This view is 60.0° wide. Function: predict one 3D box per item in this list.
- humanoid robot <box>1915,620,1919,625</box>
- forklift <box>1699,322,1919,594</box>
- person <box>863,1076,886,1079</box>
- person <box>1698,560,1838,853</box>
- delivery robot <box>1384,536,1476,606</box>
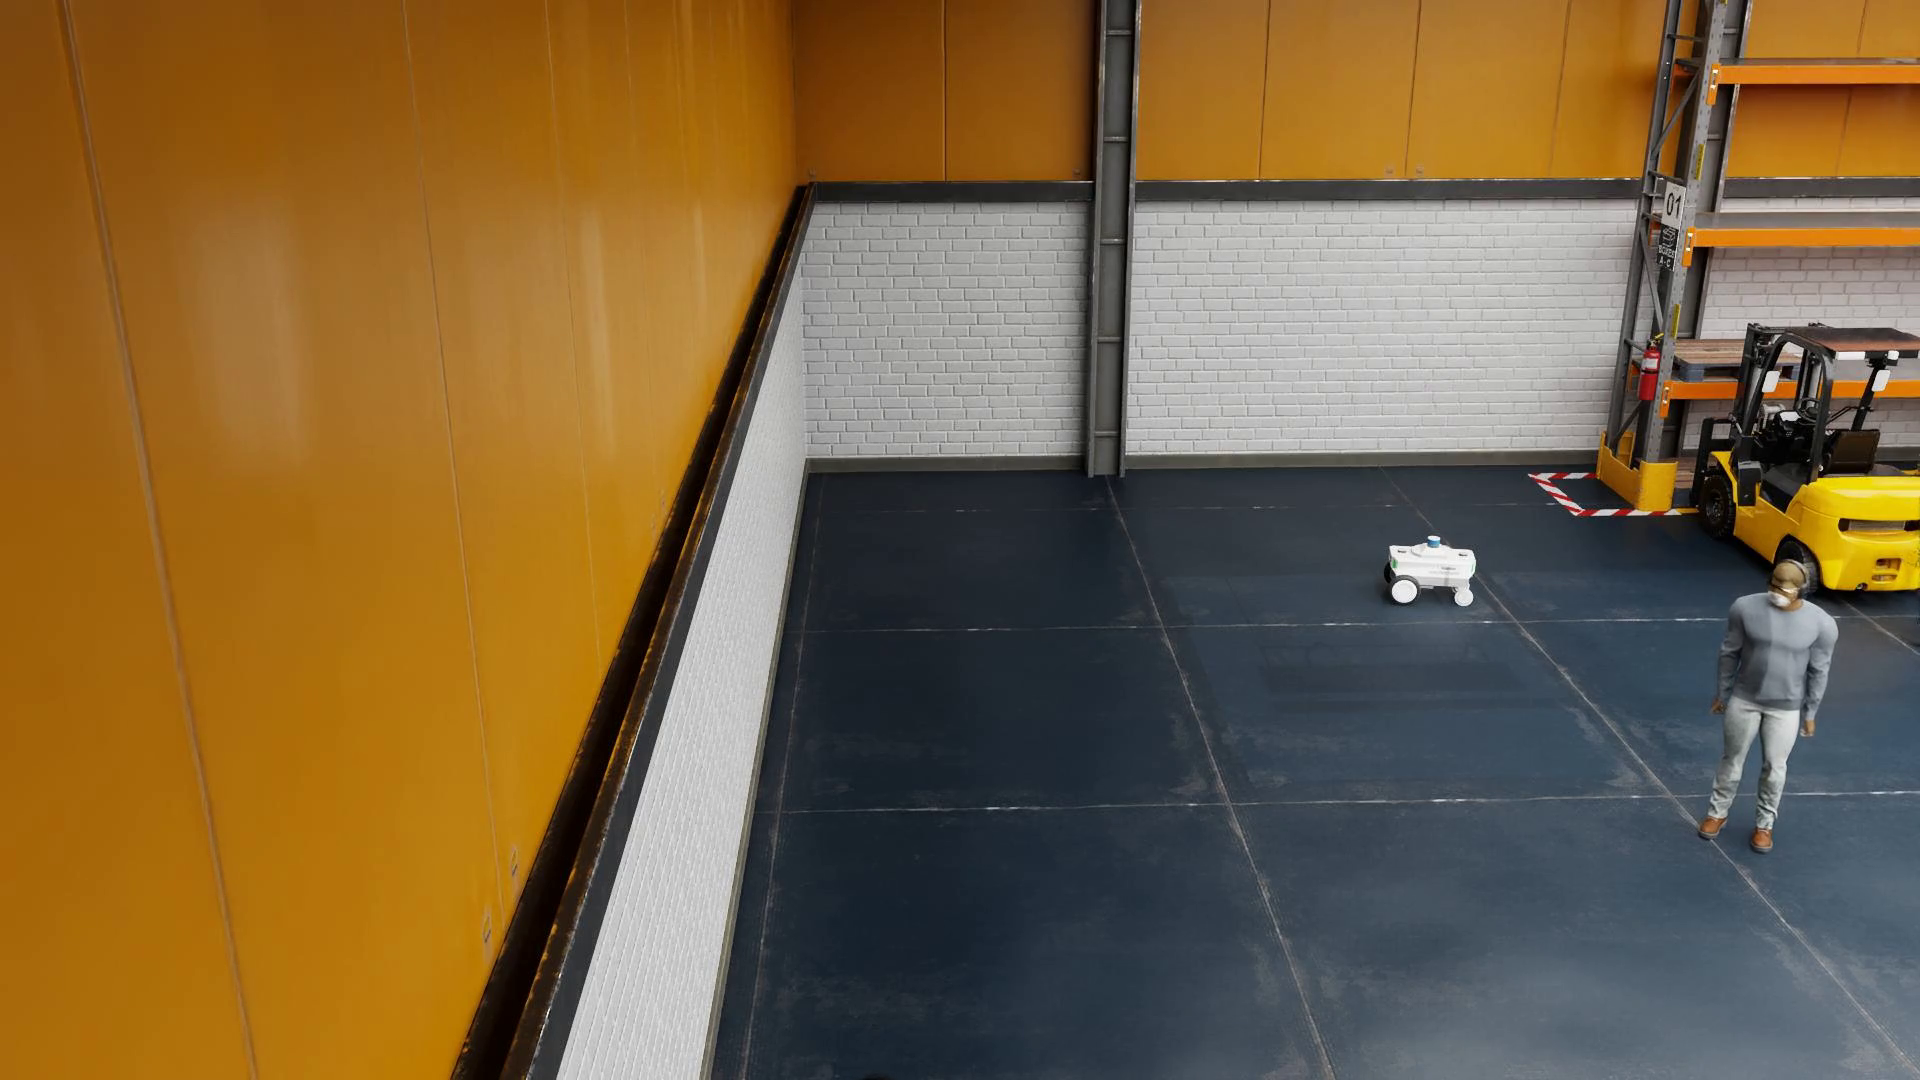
[{"bbox_3d":[8.026,0.020,13.458,0.396,1.634,0.612,11,23,28],"label":"humanoid robot"},{"bbox_3d":[7.809,-0.792,14.926,1.214,2.155,2.313,-1,20,-2],"label":"forklift"},{"bbox_3d":[-0.282,2.703,6.168,0.320,1.692,0.531,-6,21,-17],"label":"person"},{"bbox_3d":[5.037,1.019,10.392,0.627,1.933,0.372,13,24,32],"label":"person"},{"bbox_3d":[4.070,0.262,14.431,0.795,0.596,0.499,3,21,9],"label":"delivery robot"}]
